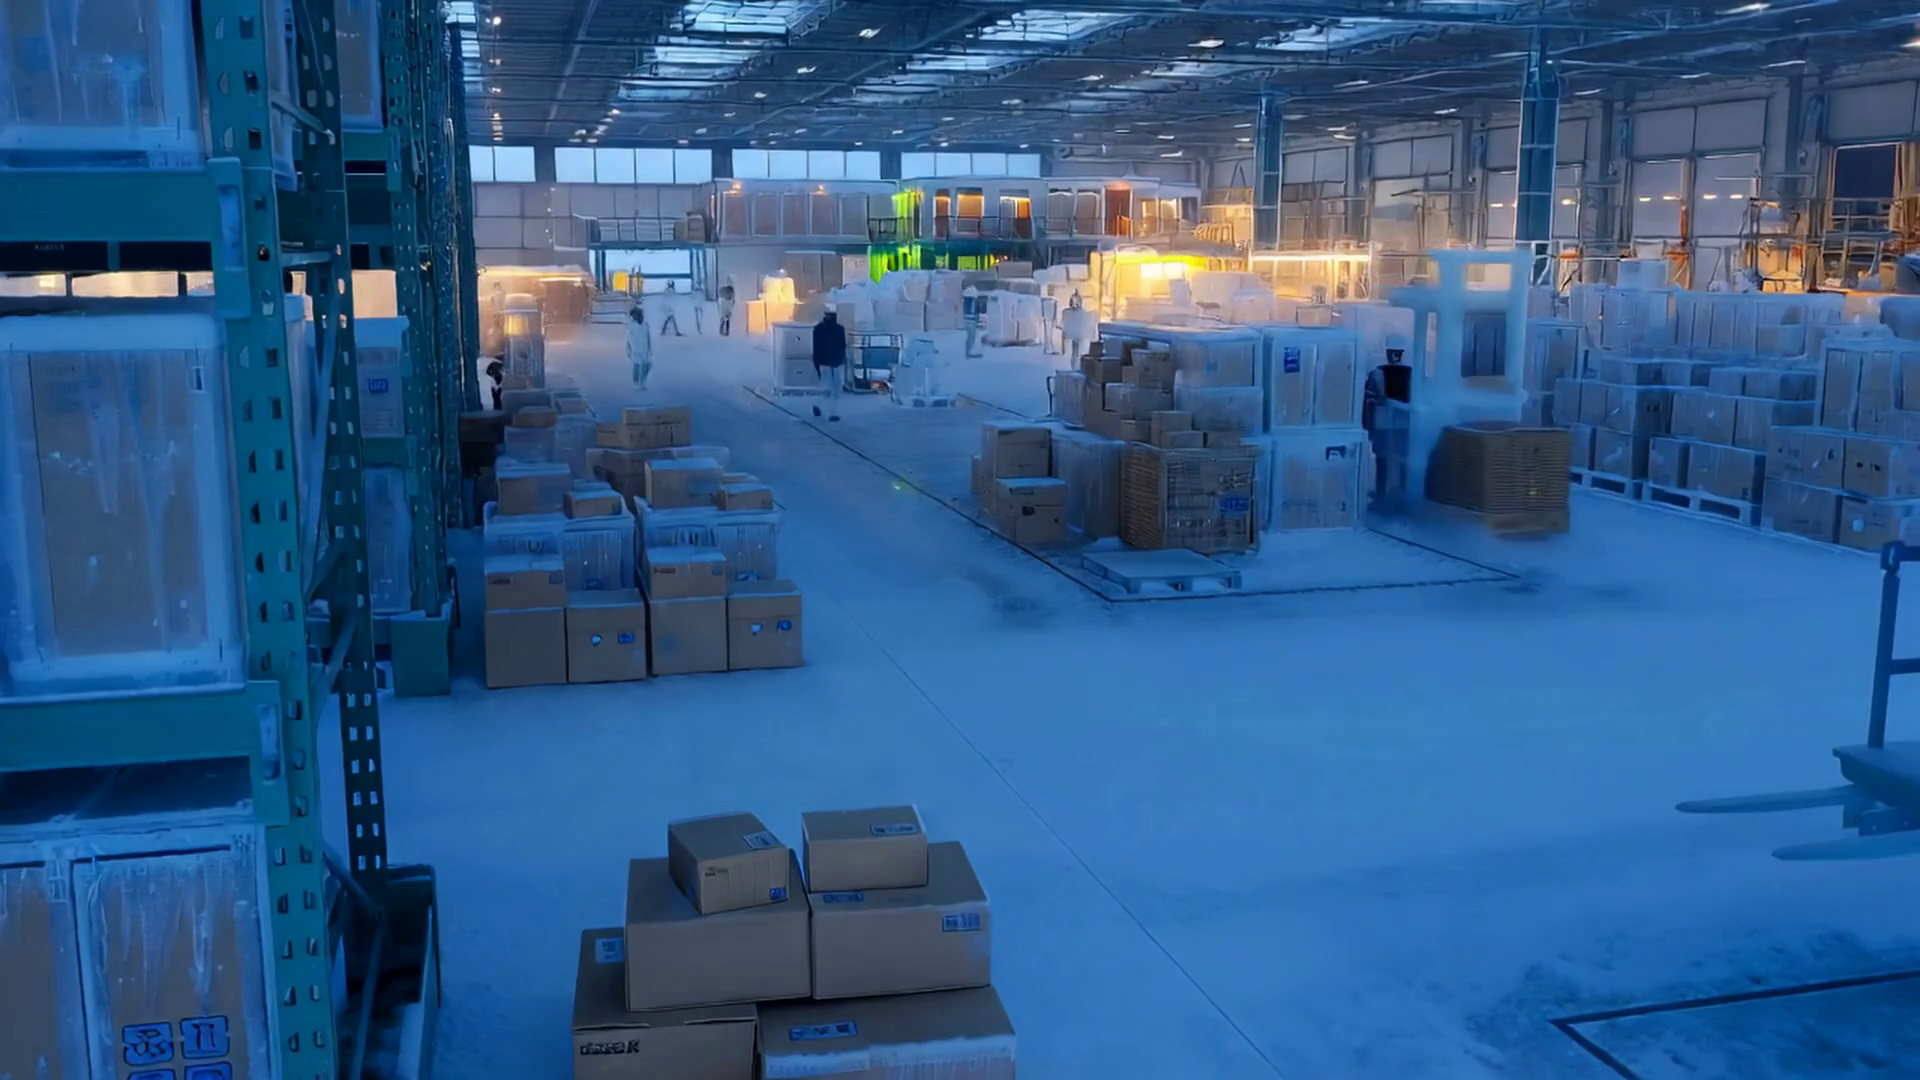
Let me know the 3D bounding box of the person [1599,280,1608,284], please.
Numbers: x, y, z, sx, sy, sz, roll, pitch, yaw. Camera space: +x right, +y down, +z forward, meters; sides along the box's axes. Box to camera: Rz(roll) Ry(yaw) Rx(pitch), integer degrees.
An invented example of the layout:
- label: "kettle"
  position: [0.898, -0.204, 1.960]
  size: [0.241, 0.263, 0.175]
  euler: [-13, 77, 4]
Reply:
- label: "person"
  position: [18.087, -6.373, 46.988]
  size: [0.381, 1.918, 0.584]
  euler: [0, 10, 1]

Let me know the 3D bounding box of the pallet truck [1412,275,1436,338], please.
- label: "pallet truck"
  position: [14.620, -7.324, 52.145]
  size: [0.823, 1.965, 1.885]
  euler: [8, 13, 40]

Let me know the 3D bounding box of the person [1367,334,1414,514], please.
- label: "person"
  position: [4.640, -1.244, 17.885]
  size: [0.551, 1.936, 0.356]
  euler: [0, 10, 0]

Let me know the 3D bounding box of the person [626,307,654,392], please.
- label: "person"
  position: [-6.323, -3.750, 32.814]
  size: [0.552, 1.670, 0.391]
  euler: [-7, 12, -33]

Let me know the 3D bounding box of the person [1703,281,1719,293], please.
- label: "person"
  position: [20.476, -6.101, 45.387]
  size: [0.631, 1.940, 0.372]
  euler: [6, 12, 30]

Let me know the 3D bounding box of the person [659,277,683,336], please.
- label: "person"
  position: [-9.334, -7.470, 53.316]
  size: [1.006, 1.894, 0.543]
  euler: [5, 11, 26]

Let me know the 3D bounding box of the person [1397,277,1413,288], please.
- label: "person"
  position: [15.322, -8.138, 57.298]
  size: [0.619, 1.810, 0.819]
  euler: [-2, 10, -11]

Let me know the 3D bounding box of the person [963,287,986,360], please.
- label: "person"
  position: [0.418, -5.481, 42.139]
  size: [0.886, 1.852, 0.580]
  euler: [-7, 12, -33]

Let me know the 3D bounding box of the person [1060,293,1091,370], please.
- label: "person"
  position: [2.378, -4.121, 34.263]
  size: [0.635, 1.913, 0.814]
  euler: [1, 10, 6]

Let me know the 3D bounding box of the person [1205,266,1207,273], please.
- label: "person"
  position: [11.821, -12.296, 80.471]
  size: [0.362, 1.935, 0.553]
  euler: [-1, 10, -4]

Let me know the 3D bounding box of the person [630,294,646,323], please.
- label: "person"
  position: [-8.363, -5.562, 43.201]
  size: [0.550, 1.622, 0.373]
  euler: [5, 11, 28]

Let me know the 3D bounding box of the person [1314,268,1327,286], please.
- label: "person"
  position: [17.194, -12.062, 79.459]
  size: [0.619, 1.836, 0.431]
  euler: [10, 14, 44]

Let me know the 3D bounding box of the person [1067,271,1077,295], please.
- label: "person"
  position: [4.312, -9.588, 65.232]
  size: [0.608, 1.898, 0.639]
  euler: [-2, 10, -9]

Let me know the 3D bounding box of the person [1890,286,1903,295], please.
- label: "person"
  position: [23.502, -5.507, 42.120]
  size: [0.714, 1.908, 0.610]
  euler: [6, 12, 32]

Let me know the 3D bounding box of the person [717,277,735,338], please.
- label: "person"
  position: [-7.413, -7.363, 52.574]
  size: [0.635, 1.925, 0.834]
  euler: [-3, 11, -18]

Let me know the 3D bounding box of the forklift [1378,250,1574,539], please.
- label: "forklift"
  position: [5.253, -1.522, 16.790]
  size: [1.129, 2.768, 1.873]
  euler: [-3, 10, -16]

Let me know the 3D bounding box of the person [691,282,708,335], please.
- label: "person"
  position: [-8.530, -7.583, 54.430]
  size: [0.526, 1.708, 0.943]
  euler: [-5, 11, -27]

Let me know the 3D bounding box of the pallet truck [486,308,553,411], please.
- label: "pallet truck"
  position: [-6.242, -2.418, 24.362]
  size: [0.823, 1.965, 1.885]
  euler: [1, 10, 3]

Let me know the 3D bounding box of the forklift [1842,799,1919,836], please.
- label: "forklift"
  position: [5.358, 0.101, 7.602]
  size: [1.873, 2.768, 1.129]
  euler: [-3, 10, -15]

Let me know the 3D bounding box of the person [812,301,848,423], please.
- label: "person"
  position: [-2.122, -2.900, 27.116]
  size: [0.611, 1.982, 0.474]
  euler: [-10, 14, -43]

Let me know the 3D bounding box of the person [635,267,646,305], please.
- label: "person"
  position: [-15.750, -12.497, 81.867]
  size: [0.506, 1.847, 0.343]
  euler: [7, 12, 36]

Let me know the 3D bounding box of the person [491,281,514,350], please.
- label: "person"
  position: [-12.736, -6.254, 46.379]
  size: [0.553, 1.893, 0.952]
  euler: [2, 10, 12]

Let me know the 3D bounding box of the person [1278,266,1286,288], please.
- label: "person"
  position: [14.869, -11.623, 76.637]
  size: [0.988, 1.962, 0.616]
  euler: [-1, 10, -5]

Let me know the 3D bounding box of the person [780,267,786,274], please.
- label: "person"
  position: [-8.226, -11.754, 77.453]
  size: [0.587, 1.920, 0.392]
  euler: [-2, 10, -13]

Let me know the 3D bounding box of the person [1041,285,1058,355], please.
- label: "person"
  position: [2.378, -5.825, 44.060]
  size: [0.509, 1.860, 0.334]
  euler: [6, 12, 32]

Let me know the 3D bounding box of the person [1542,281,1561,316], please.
- label: "person"
  position: [14.216, -5.276, 40.428]
  size: [0.690, 2.000, 0.538]
  euler: [3, 10, 17]

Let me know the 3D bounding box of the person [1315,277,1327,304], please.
- label: "person"
  position: [12.527, -8.213, 57.691]
  size: [0.521, 1.821, 0.964]
  euler: [7, 12, 35]

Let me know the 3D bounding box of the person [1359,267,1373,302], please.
- label: "person"
  position: [18.041, -11.163, 74.030]
  size: [0.614, 1.943, 0.408]
  euler: [5, 11, 28]

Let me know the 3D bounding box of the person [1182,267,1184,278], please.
- label: "person"
  position: [11.393, -13.194, 85.743]
  size: [0.610, 1.859, 0.719]
  euler: [-3, 10, -17]
